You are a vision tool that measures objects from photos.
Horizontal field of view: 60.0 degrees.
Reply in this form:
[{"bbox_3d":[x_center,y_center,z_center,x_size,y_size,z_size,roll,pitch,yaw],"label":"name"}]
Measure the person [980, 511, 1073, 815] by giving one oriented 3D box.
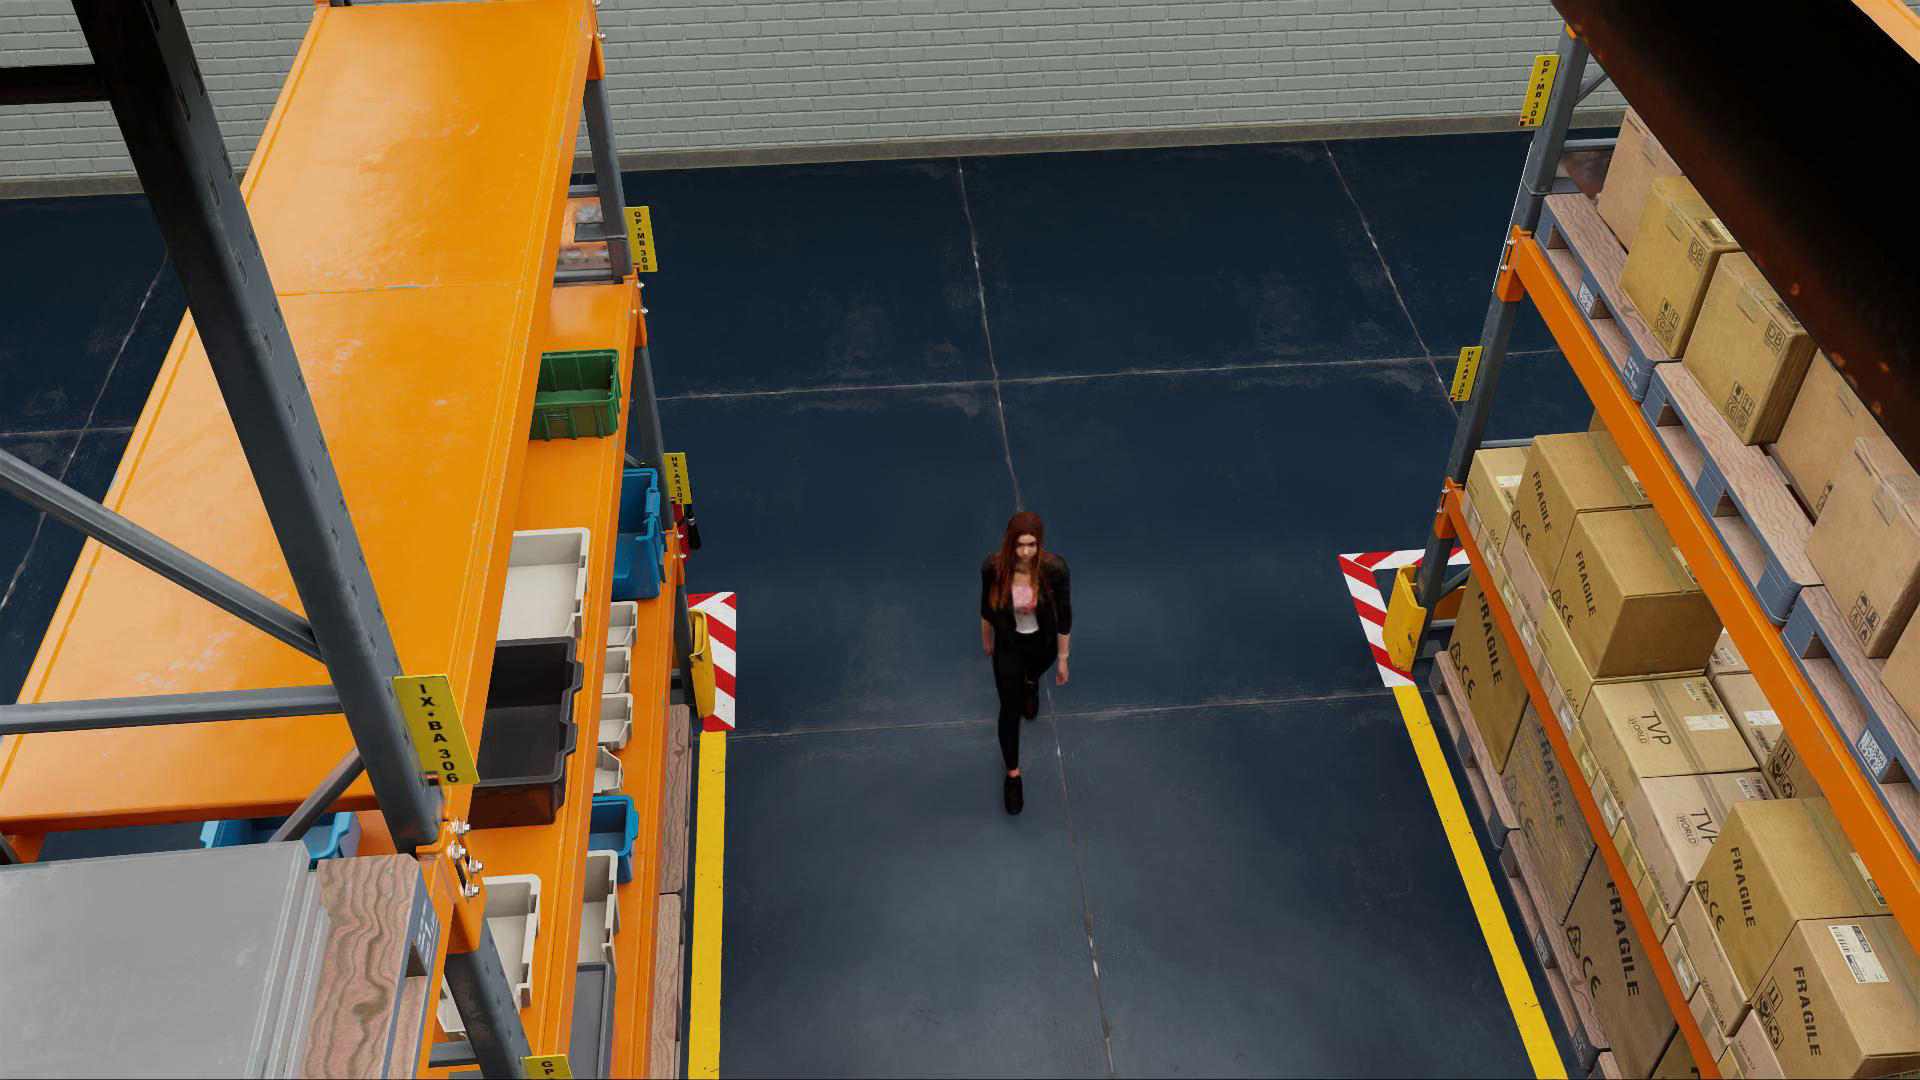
[{"bbox_3d":[0.349,0.454,8.394,0.674,1.668,1.187,1,43,1],"label":"person"}]
